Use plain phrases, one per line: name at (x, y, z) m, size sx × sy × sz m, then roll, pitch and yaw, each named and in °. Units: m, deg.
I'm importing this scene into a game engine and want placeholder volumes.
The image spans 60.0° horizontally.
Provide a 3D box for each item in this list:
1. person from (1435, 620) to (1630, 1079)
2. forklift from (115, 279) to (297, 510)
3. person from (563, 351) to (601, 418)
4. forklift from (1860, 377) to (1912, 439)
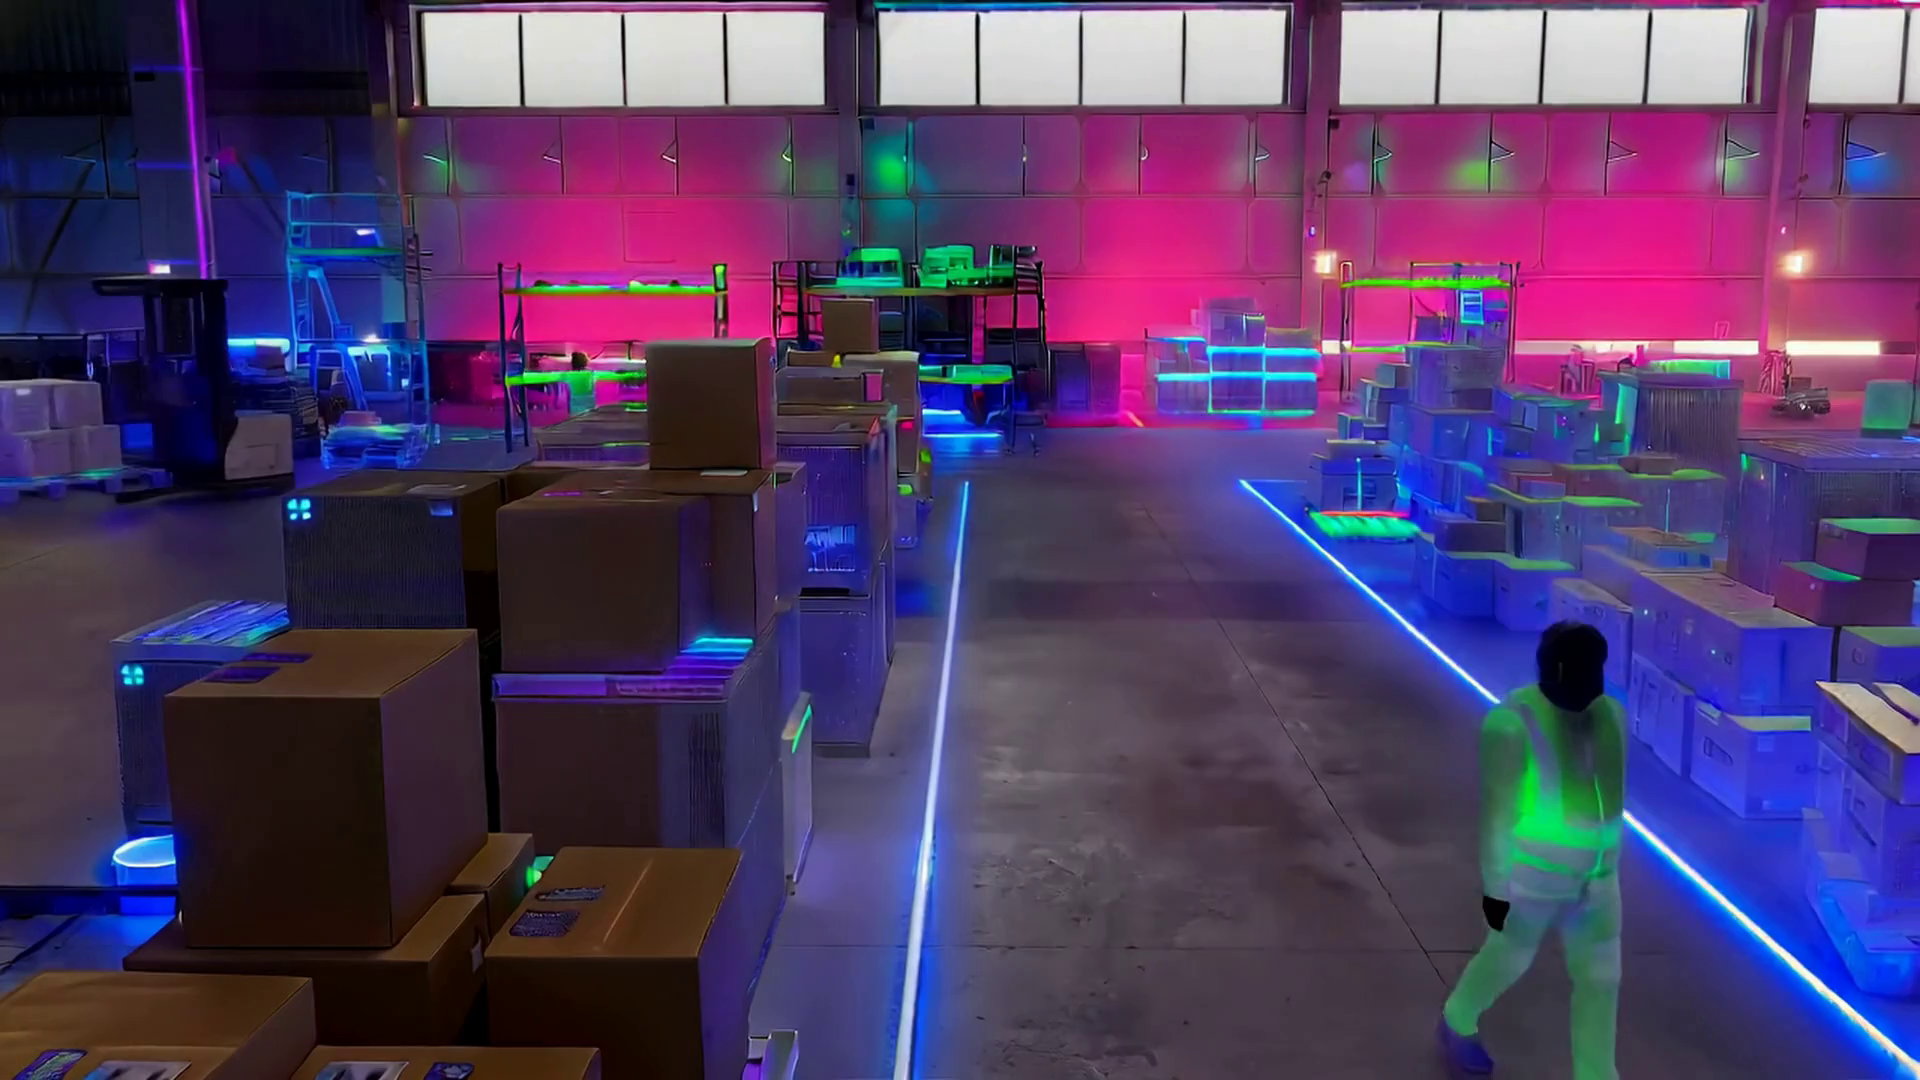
person at (2.079, 1.157, 5.937) m, size 0.629 × 1.808 × 0.907 m, roll -4°, pitch 10°, yaw -21°
forklift at (-9.571, -1.901, 21.024) m, size 1.129 × 2.768 × 1.873 m, roll 6°, pitch 11°, yaw 32°
person at (-5.716, -2.007, 25.195) m, size 0.568 × 1.704 × 0.338 m, roll -4°, pitch 10°, yaw -20°
forklift at (15.924, -2.907, 27.048) m, size 1.129 × 2.768 × 1.873 m, roll -8°, pitch 12°, yaw -38°
